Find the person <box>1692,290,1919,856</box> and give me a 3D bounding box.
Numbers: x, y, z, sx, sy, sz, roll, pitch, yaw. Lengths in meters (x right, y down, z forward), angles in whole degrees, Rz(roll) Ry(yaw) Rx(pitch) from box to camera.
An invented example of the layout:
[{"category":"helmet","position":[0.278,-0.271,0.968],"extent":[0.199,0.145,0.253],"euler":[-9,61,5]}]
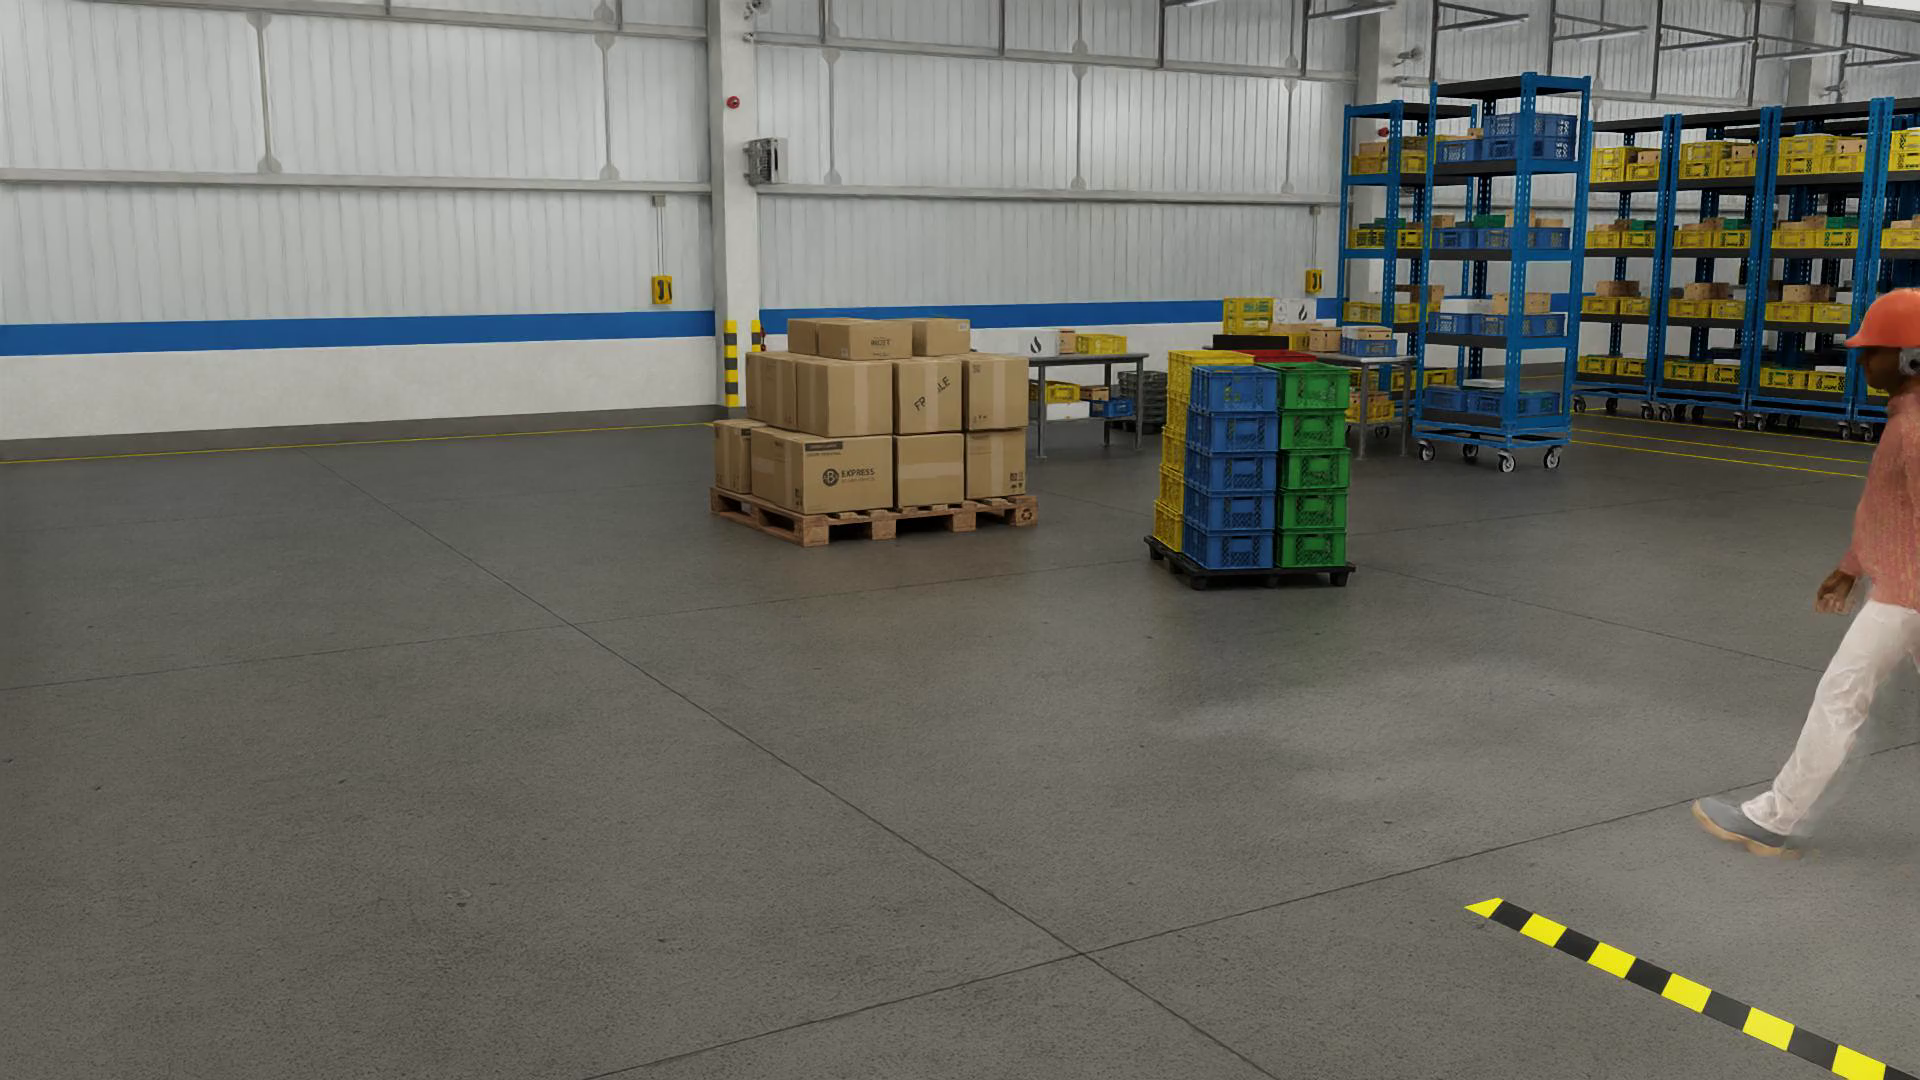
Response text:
[{"category":"person","position":[3.108,0.162,5.453],"extent":[1.091,1.938,0.603],"euler":[7,12,34]}]
